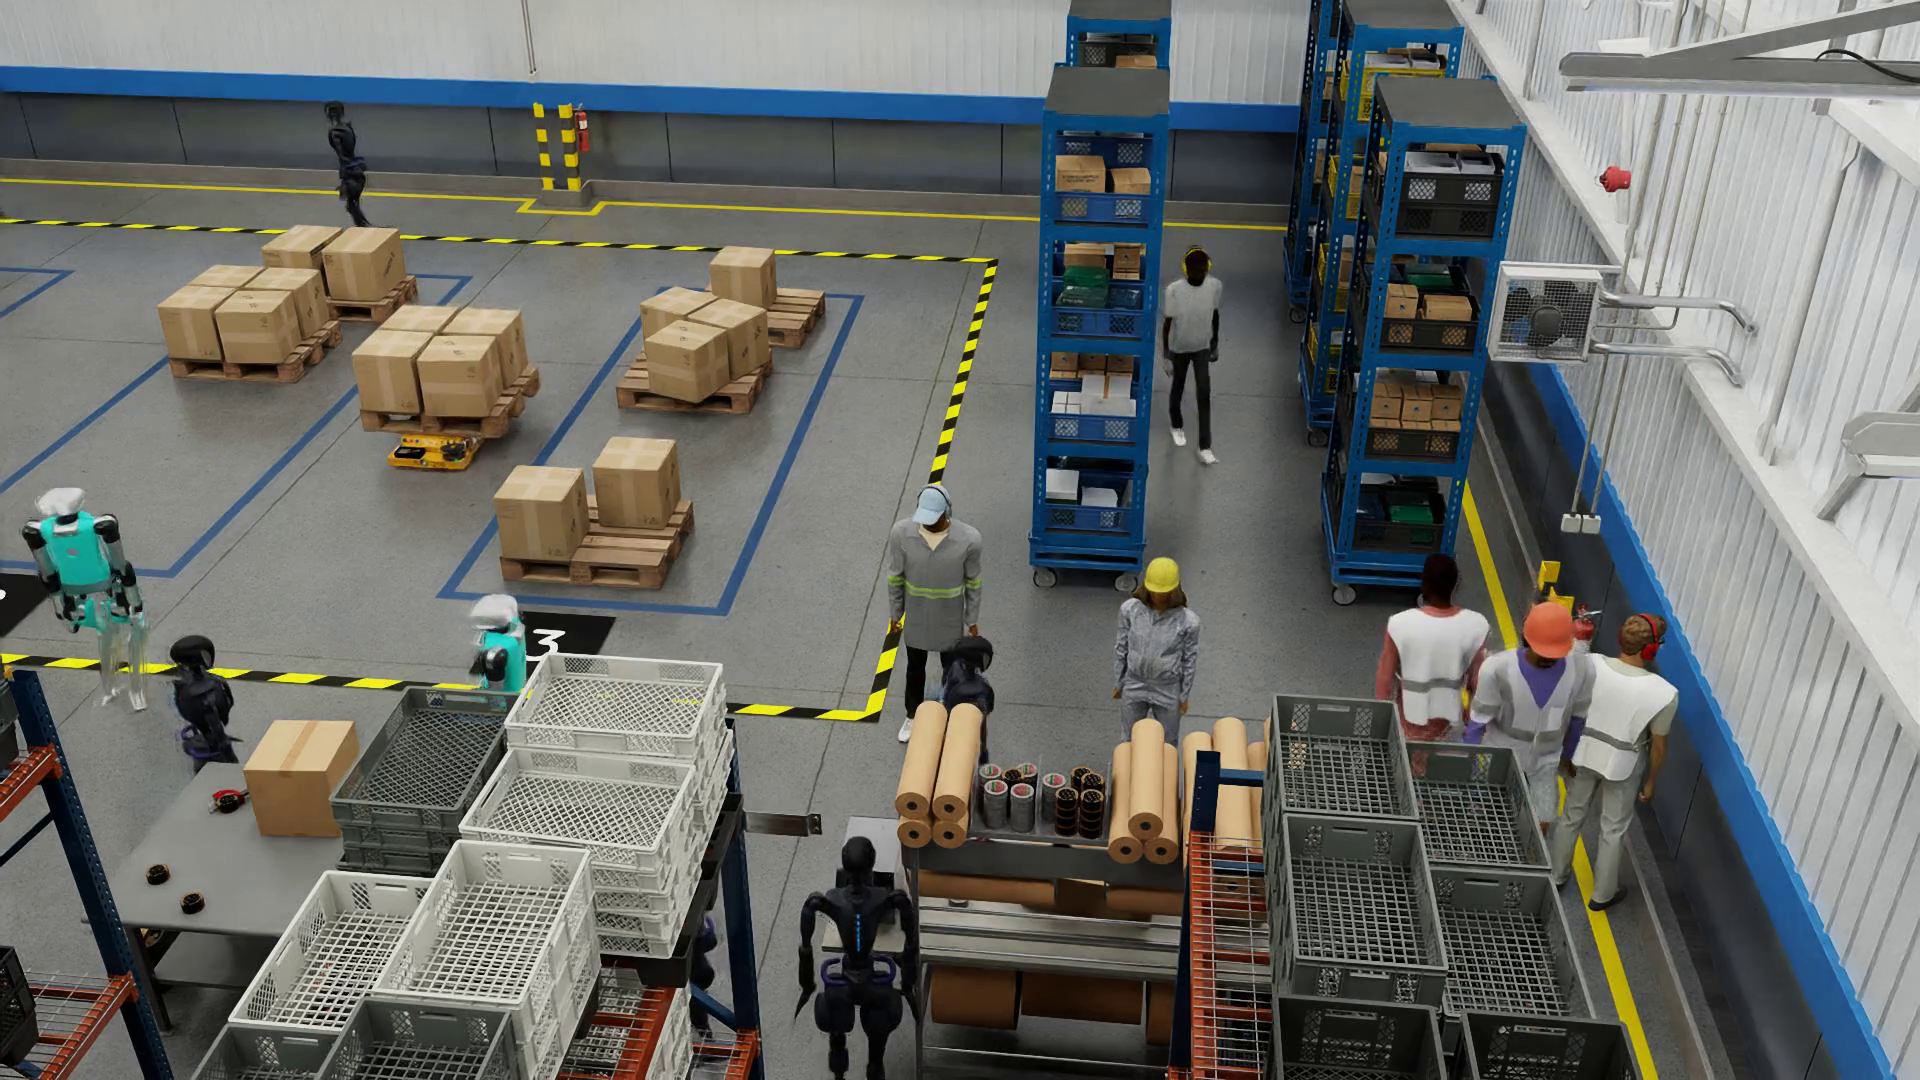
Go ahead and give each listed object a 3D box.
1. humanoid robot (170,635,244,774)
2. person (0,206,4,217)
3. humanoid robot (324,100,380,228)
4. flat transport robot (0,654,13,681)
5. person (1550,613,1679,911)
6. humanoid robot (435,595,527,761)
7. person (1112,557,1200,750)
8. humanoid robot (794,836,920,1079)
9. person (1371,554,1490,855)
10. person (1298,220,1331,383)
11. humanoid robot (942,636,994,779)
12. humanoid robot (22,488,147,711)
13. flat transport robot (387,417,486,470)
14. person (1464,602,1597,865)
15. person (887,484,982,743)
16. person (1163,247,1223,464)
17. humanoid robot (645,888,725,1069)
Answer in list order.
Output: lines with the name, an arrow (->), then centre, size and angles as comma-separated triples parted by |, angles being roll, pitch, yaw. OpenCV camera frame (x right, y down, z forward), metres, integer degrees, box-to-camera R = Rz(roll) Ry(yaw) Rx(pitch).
humanoid robot -> -4.086, 1.192, 9.266 | 0.753, 1.628, 0.591 | -21, 36, -31
person -> -11.482, -4.551, 18.975 | 0.909, 1.791, 0.586 | 19, 35, 29
humanoid robot -> -6.589, -3.943, 18.051 | 0.365, 1.645, 0.614 | -3, 30, -5
flat transport robot -> -7.142, 0.969, 11.010 | 1.431, 0.231, 0.659 | 3, 30, 6
person -> 3.504, 1.215, 9.027 | 0.562, 1.837, 0.394 | 24, 38, 35
humanoid robot -> -2.665, 1.102, 9.323 | 0.919, 1.765, 0.543 | 0, 30, 0
person -> 1.127, 0.860, 9.727 | 0.485, 1.745, 0.292 | 9, 31, 15
humanoid robot -> -0.477, 2.116, 7.651 | 0.584, 1.644, 0.497 | -3, 30, -5
person -> 2.658, 0.971, 9.418 | 0.586, 1.871, 0.984 | -5, 31, -8
person -> 3.320, -2.281, 14.995 | 0.329, 1.876, 0.505 | 25, 39, 36
humanoid robot -> 0.050, 1.204, 9.255 | 0.787, 1.622, 0.612 | -10, 32, -17
humanoid robot -> -5.456, 0.357, 10.621 | 0.549, 1.778, 0.785 | -6, 31, -11
flat transport robot -> -4.375, -1.034, 14.422 | 0.652, 0.197, 1.431 | 3, 30, 6
person -> 2.999, 1.232, 8.827 | 0.647, 2.002, 0.945 | 4, 30, 6
person -> -0.164, 0.463, 10.309 | 0.587, 1.848, 0.396 | 3, 30, 6
person -> 1.939, -1.510, 13.719 | 0.527, 1.822, 0.921 | -4, 30, -6
humanoid robot -> -1.345, 1.940, 7.950 | 0.403, 1.650, 0.599 | -16, 34, -26
